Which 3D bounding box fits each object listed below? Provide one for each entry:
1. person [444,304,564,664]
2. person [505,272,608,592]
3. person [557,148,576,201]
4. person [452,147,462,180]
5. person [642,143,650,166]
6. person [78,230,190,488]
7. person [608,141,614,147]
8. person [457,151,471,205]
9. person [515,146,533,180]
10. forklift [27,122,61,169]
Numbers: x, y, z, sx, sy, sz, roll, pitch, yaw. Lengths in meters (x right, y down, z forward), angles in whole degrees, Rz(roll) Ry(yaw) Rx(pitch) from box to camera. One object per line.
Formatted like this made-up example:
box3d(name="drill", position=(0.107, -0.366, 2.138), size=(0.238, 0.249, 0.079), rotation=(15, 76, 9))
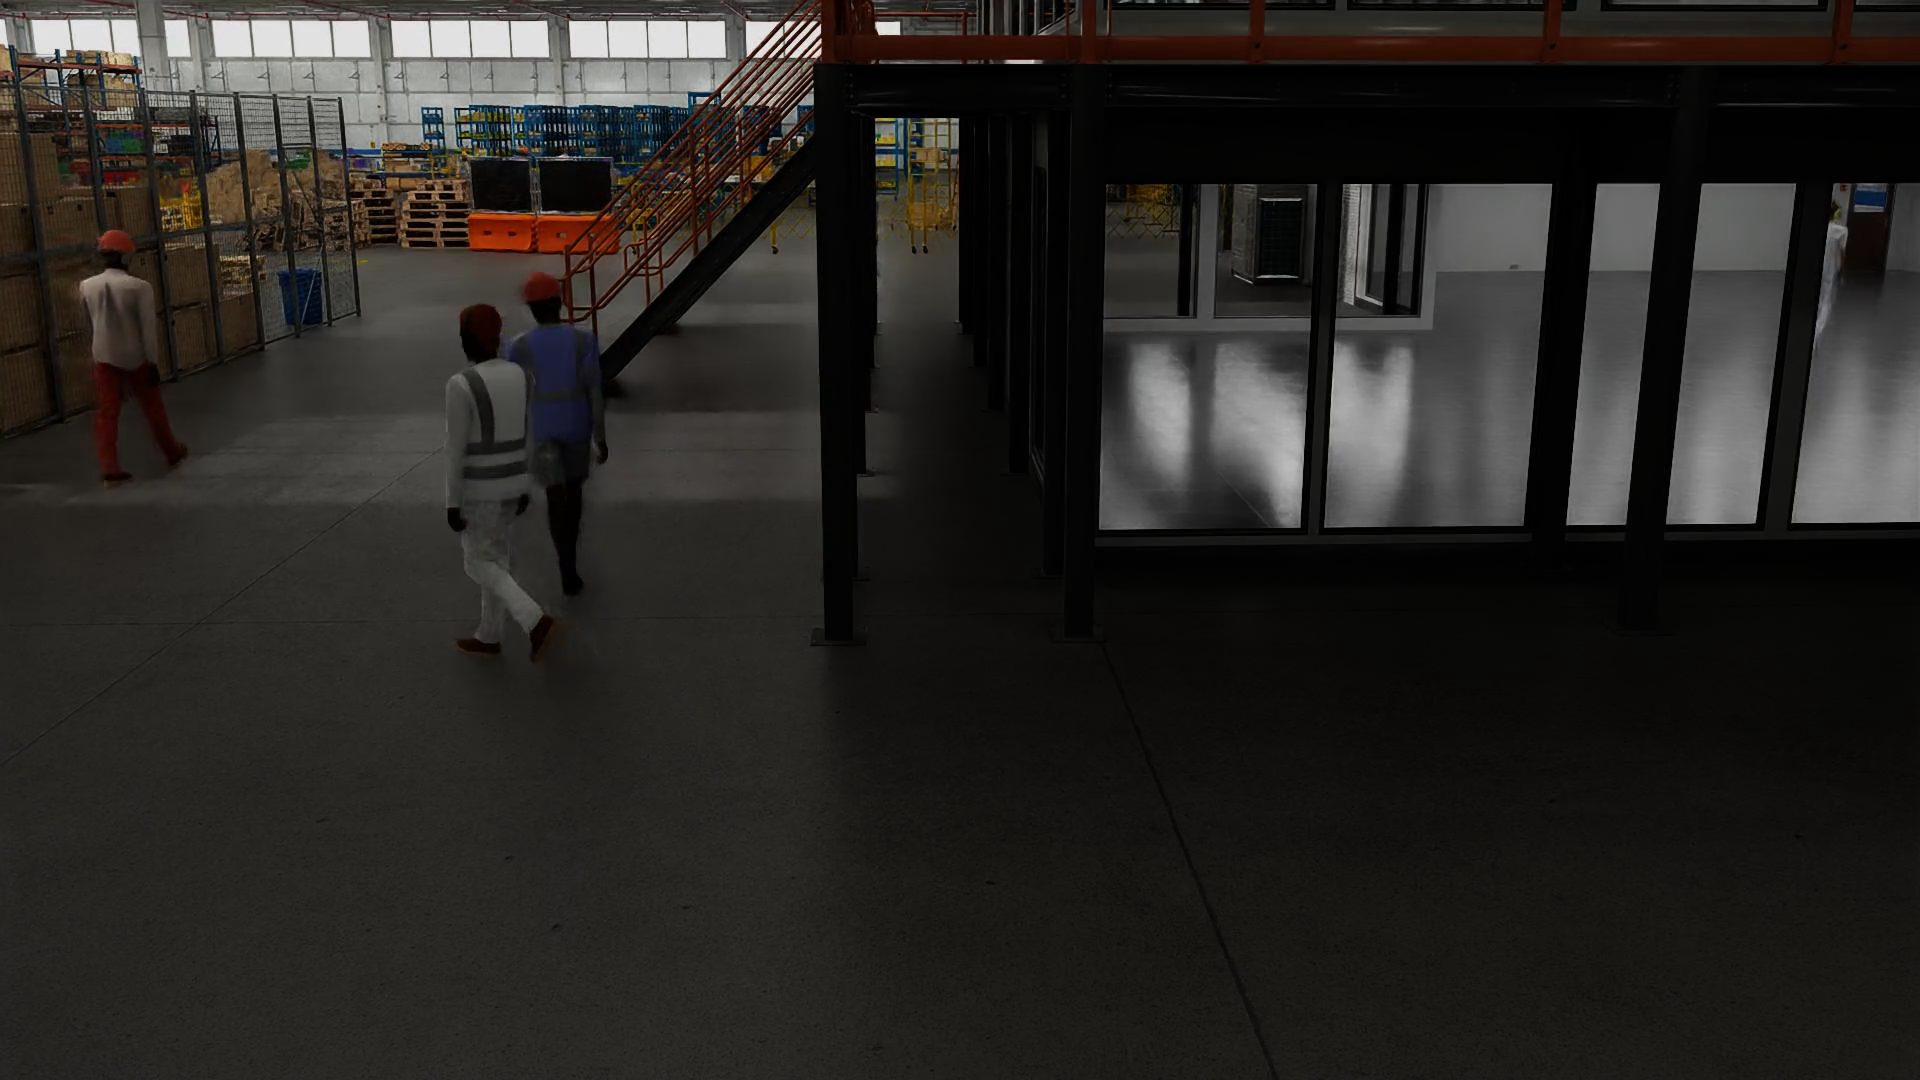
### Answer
box3d(name="person", position=(-2.315, -0.255, 8.424), size=(0.740, 1.867, 0.602), rotation=(7, 16, 27))
box3d(name="person", position=(-2.440, -0.667, 10.066), size=(0.563, 1.868, 1.025), rotation=(-5, 15, -19))
box3d(name="person", position=(-14.308, -13.333, 60.666), size=(0.676, 1.862, 0.968), rotation=(2, 14, 7))
box3d(name="person", position=(-22.193, -16.473, 73.502), size=(0.879, 1.729, 0.528), rotation=(0, 14, 1))
box3d(name="person", position=(-16.127, -19.355, 84.909), size=(0.894, 1.798, 0.605), rotation=(2, 14, 7))
box3d(name="person", position=(-6.474, -1.426, 12.938), size=(0.644, 1.937, 1.011), rotation=(1, 14, 4))
box3d(name="person", position=(-17.760, -19.039, 83.385), size=(1.039, 1.939, 0.650), rotation=(2, 14, 8))
box3d(name="person", position=(-16.855, -12.307, 56.645), size=(0.404, 1.834, 0.591), rotation=(7, 16, 25))
box3d(name="person", position=(-14.569, -12.158, 55.698), size=(0.650, 2.003, 0.541), rotation=(6, 15, 22))
box3d(name="forklift", position=(-35.376, -14.773, 64.377), size=(1.129, 2.768, 1.873), rotation=(-1, 14, -2))
